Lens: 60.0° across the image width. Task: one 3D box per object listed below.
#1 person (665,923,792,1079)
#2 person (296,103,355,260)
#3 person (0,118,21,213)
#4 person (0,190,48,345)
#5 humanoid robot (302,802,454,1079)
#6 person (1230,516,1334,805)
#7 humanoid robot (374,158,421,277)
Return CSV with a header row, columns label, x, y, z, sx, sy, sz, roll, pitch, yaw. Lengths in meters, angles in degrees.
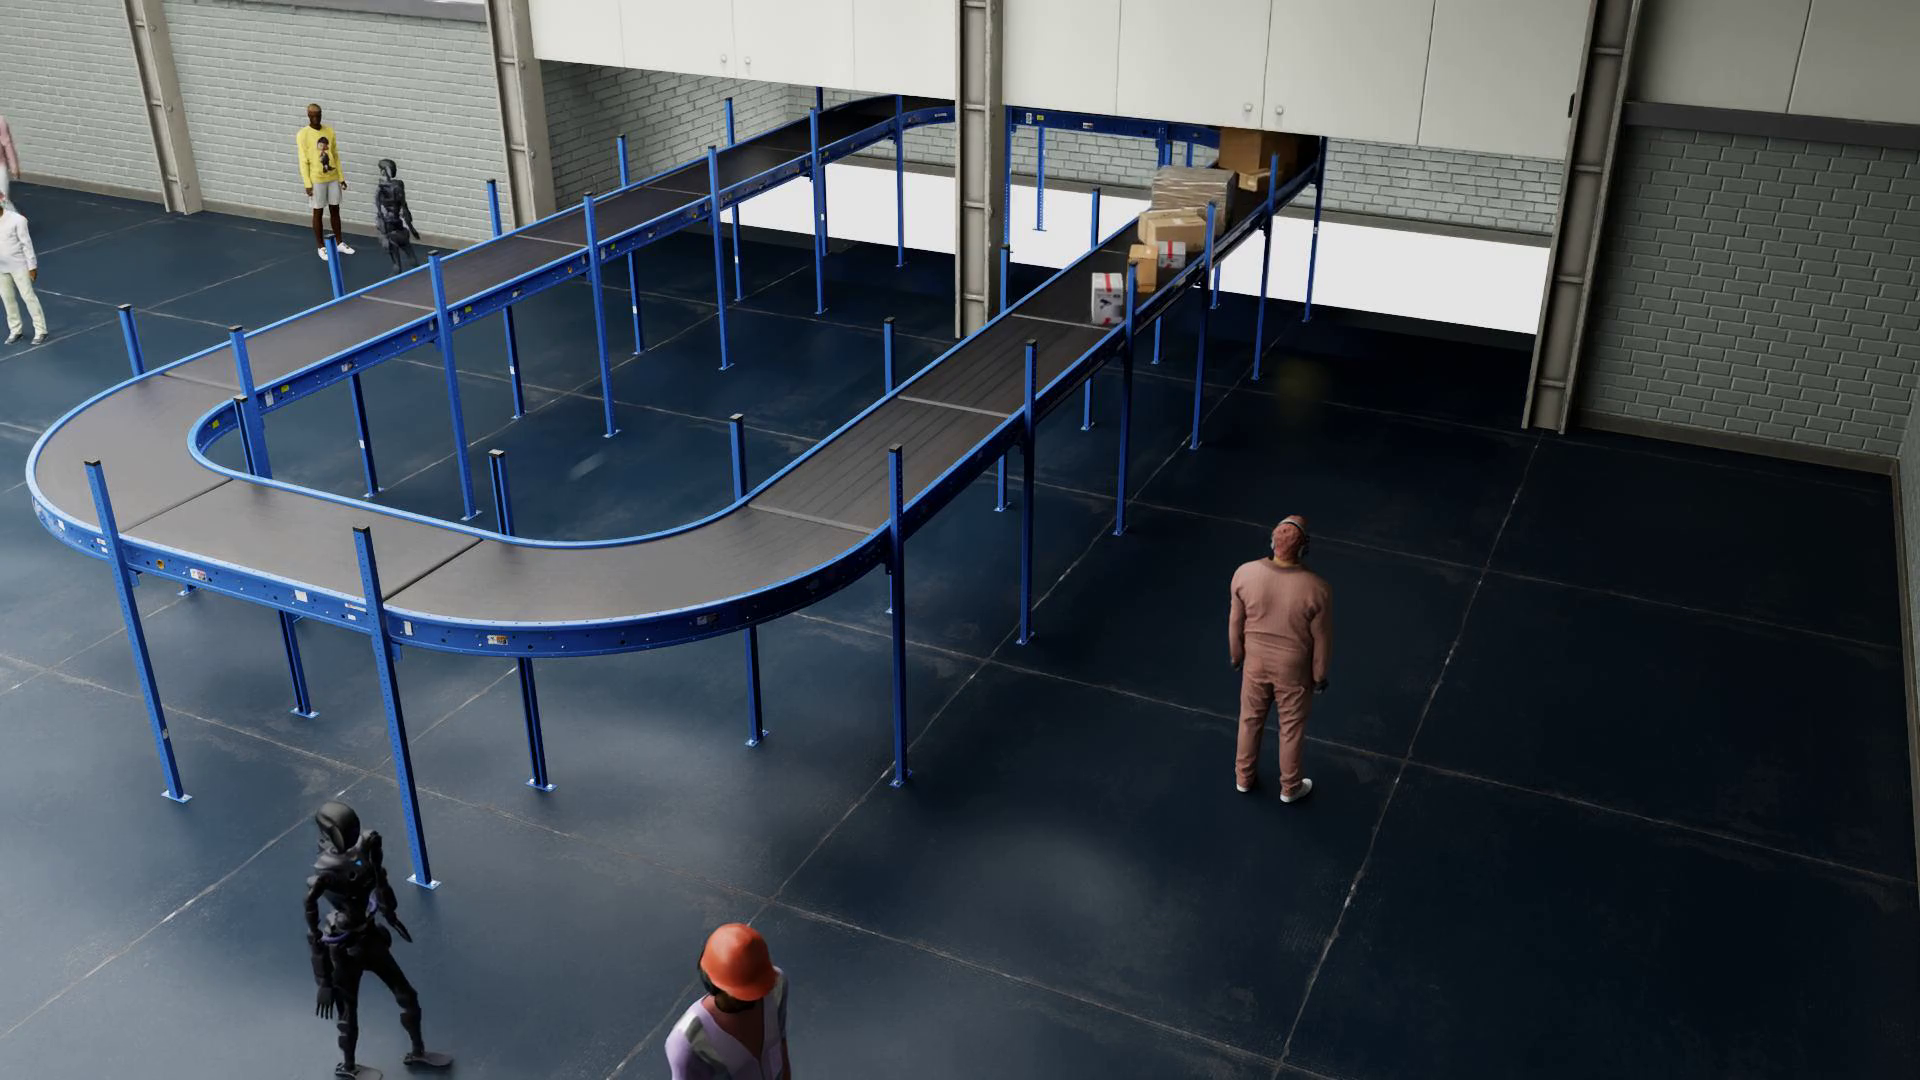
label,x,y,z,sx,sy,sz,roll,pitch,yaw
person,-0.859,2.370,6.710,0.392,2.038,0.613,19,32,33
person,-7.892,-4.453,20.617,0.373,1.900,0.541,20,33,34
person,-12.231,-4.617,20.932,0.650,1.895,0.694,-2,26,-3
person,-10.140,-2.937,17.735,0.570,1.743,0.342,2,26,5
humanoid robot,-2.857,1.953,7.966,0.550,1.638,0.610,9,28,17
person,1.956,0.735,10.155,0.639,1.908,0.413,13,29,25
humanoid robot,-6.401,-3.537,19.019,0.501,1.638,0.600,8,27,15
